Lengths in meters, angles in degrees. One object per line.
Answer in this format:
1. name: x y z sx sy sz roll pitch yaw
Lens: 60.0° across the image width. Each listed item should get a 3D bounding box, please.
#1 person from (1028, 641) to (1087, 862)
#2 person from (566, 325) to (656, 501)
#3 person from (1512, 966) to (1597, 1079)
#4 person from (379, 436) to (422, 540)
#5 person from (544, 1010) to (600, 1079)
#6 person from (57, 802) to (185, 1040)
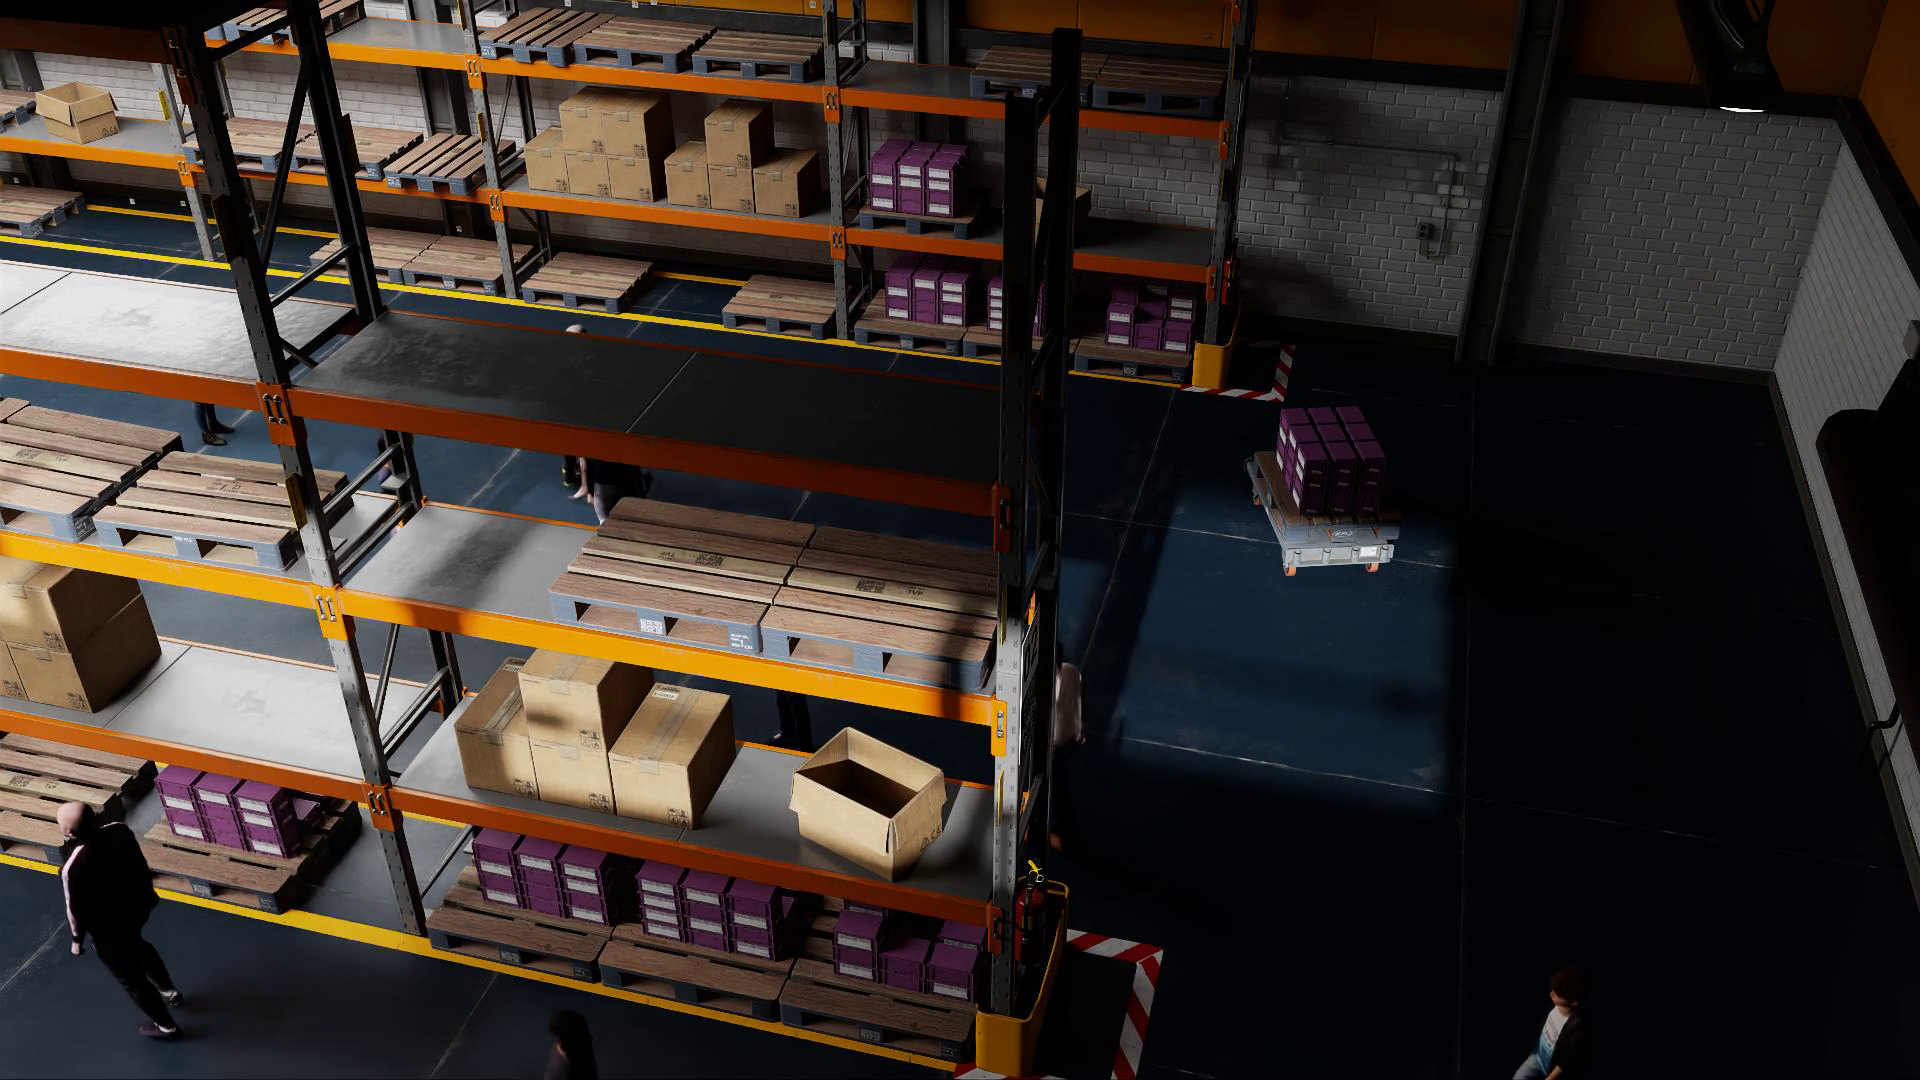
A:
1. person: 0.710 1.440 11.104 1.035 1.827 0.919 28 42 35
2. person: -3.229 -1.082 14.918 1.138 1.805 0.765 1 34 1
3. person: 3.386 2.913 9.250 0.861 1.426 0.721 -6 34 -9
4. person: -4.613 -0.210 13.824 0.538 1.564 0.571 5 34 8
5. person: -2.055 3.087 8.698 0.964 1.747 0.788 -1 34 -1
6. person: -4.880 2.282 9.846 0.647 1.818 0.690 6 34 9
